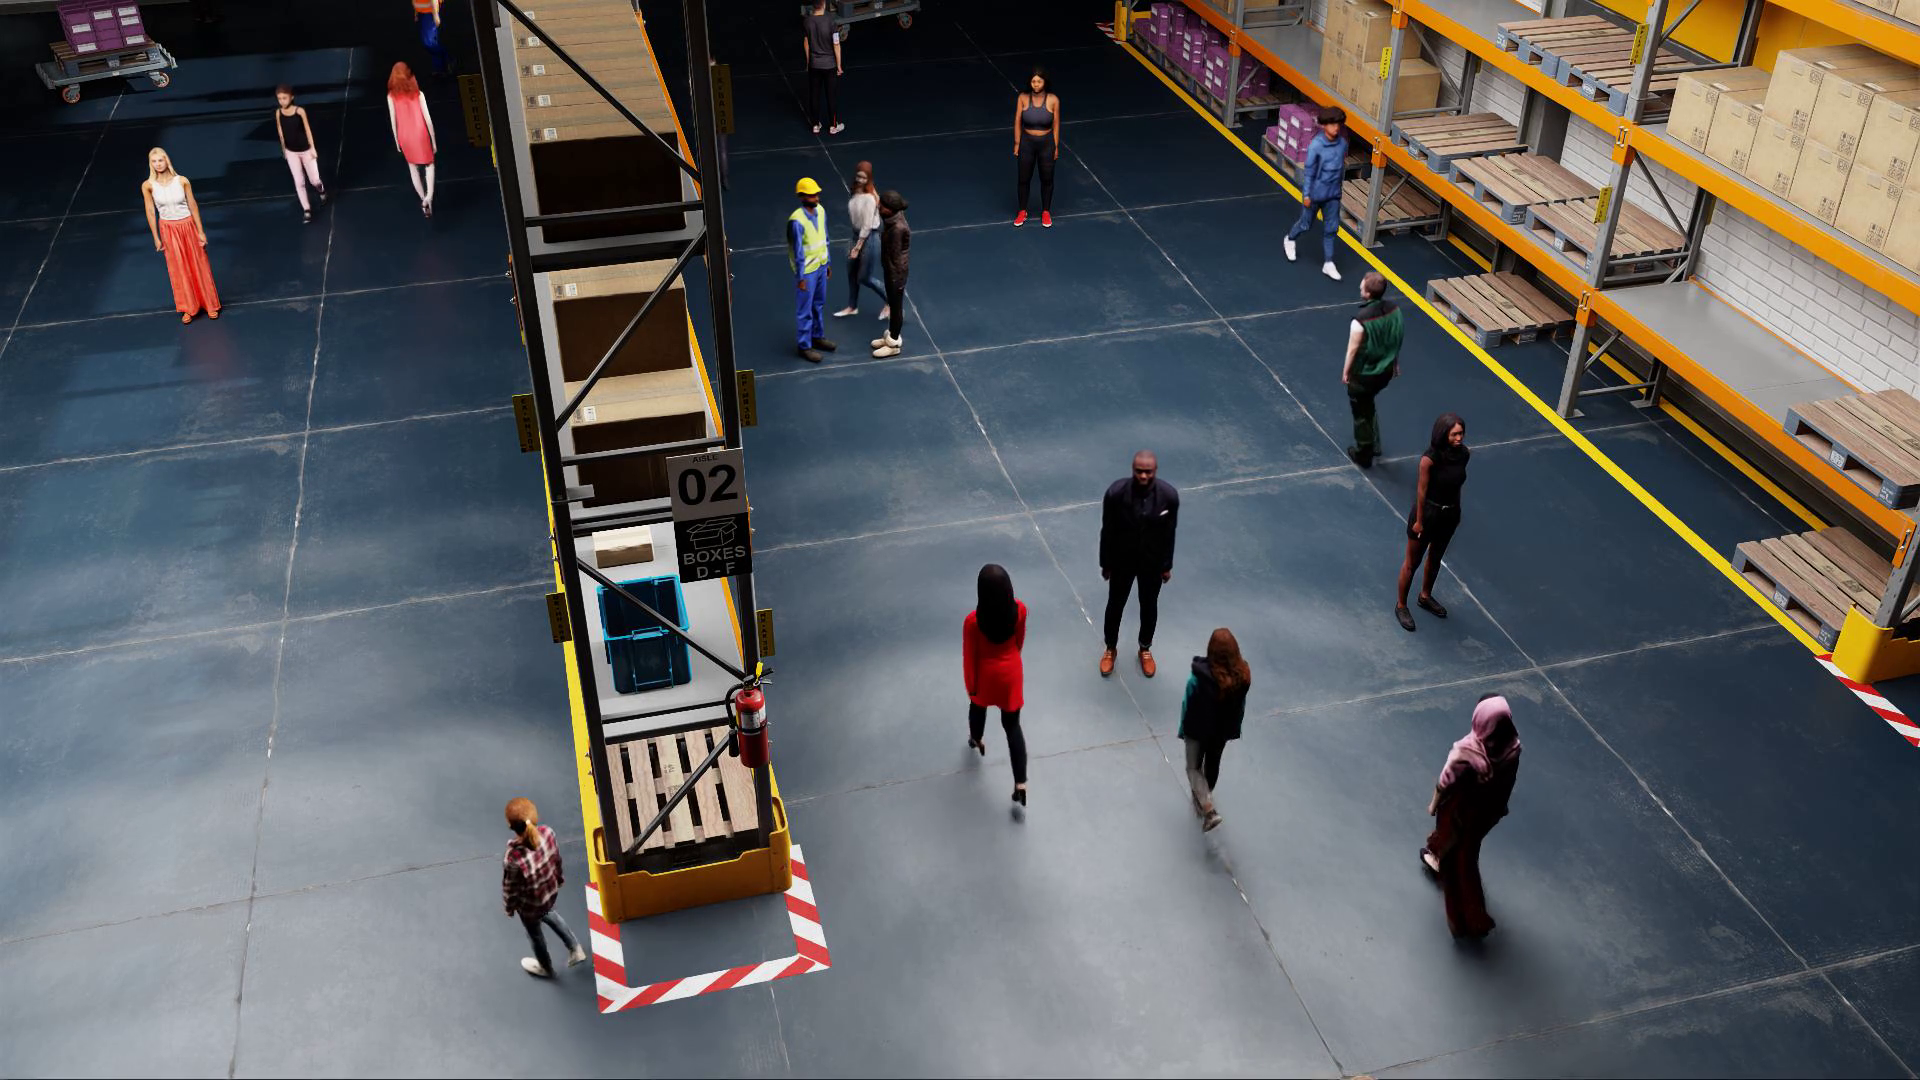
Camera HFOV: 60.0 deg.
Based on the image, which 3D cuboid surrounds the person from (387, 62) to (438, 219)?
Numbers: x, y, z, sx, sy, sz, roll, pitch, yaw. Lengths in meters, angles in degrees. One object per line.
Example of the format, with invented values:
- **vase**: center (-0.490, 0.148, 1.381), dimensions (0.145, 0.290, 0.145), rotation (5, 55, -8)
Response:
- **person**: center (-6.124, -4.418, 18.664), dimensions (0.639, 1.812, 0.946), rotation (-5, 34, -7)

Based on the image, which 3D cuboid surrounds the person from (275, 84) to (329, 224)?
- **person**: center (-7.492, -4.426, 18.913), dimensions (0.579, 1.551, 0.845), rotation (-5, 34, -7)

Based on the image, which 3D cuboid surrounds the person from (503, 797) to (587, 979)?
- **person**: center (-2.361, 2.016, 9.452), dimensions (0.774, 1.294, 0.714), rotation (17, 37, 24)

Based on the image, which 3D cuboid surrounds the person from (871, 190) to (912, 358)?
- **person**: center (-0.615, -2.587, 16.046), dimensions (0.634, 1.661, 0.585), rotation (10, 35, 15)

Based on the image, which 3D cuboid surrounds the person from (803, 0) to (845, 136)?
- **person**: center (-1.756, -6.055, 21.170), dimensions (0.717, 1.765, 0.718), rotation (8, 34, 12)

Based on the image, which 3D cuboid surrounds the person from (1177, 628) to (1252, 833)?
- **person**: center (1.593, 1.220, 10.476), dimensions (0.578, 1.487, 0.788), rotation (-6, 34, -9)

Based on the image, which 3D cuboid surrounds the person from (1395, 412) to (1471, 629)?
- **person**: center (3.515, -0.165, 12.330), dimensions (0.641, 1.741, 0.603), rotation (-18, 37, -25)

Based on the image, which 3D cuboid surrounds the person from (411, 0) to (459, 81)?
- **person**: center (-7.274, -7.318, 22.968), dimensions (0.831, 1.876, 0.759), rotation (-20, 39, -28)

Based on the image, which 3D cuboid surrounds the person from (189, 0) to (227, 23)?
- **person**: center (-11.690, -8.848, 25.282), dimensions (0.783, 1.865, 0.823), rotation (15, 36, 21)

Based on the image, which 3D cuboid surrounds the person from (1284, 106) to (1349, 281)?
- **person**: center (3.796, -3.723, 17.647), dimensions (0.755, 1.781, 1.125), rotation (-11, 35, -17)

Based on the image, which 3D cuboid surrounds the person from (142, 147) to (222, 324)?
- **person**: center (-7.793, -3.054, 16.621), dimensions (0.670, 1.802, 0.624), rotation (-14, 36, -20)

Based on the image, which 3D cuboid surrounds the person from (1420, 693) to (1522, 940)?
- **person**: center (3.041, 1.621, 9.768), dimensions (0.660, 1.602, 1.041), rotation (-9, 35, -14)

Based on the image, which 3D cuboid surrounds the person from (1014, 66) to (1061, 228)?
- **person**: center (0.865, -4.432, 18.682), dimensions (0.753, 1.816, 0.737), rotation (3, 34, 5)

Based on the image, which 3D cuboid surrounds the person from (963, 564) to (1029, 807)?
- **person**: center (0.276, 0.939, 10.699), dimensions (0.624, 1.708, 1.065), rotation (-10, 35, -15)

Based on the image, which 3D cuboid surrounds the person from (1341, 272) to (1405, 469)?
- **person**: center (3.525, -1.397, 14.113), dimensions (0.739, 1.820, 0.715), rotation (-14, 36, -20)

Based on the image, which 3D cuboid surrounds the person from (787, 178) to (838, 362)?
- **person**: center (-1.437, -2.620, 15.957), dimensions (0.794, 1.815, 0.742), rotation (19, 38, 27)

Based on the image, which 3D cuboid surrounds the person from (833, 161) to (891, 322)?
- **person**: center (-0.895, -2.949, 16.554), dimensions (0.790, 1.702, 0.817), rotation (-11, 35, -16)

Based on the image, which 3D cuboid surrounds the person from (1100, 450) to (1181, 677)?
- **person**: center (1.257, 0.150, 11.787), dimensions (0.757, 1.818, 0.713), rotation (2, 34, 3)
